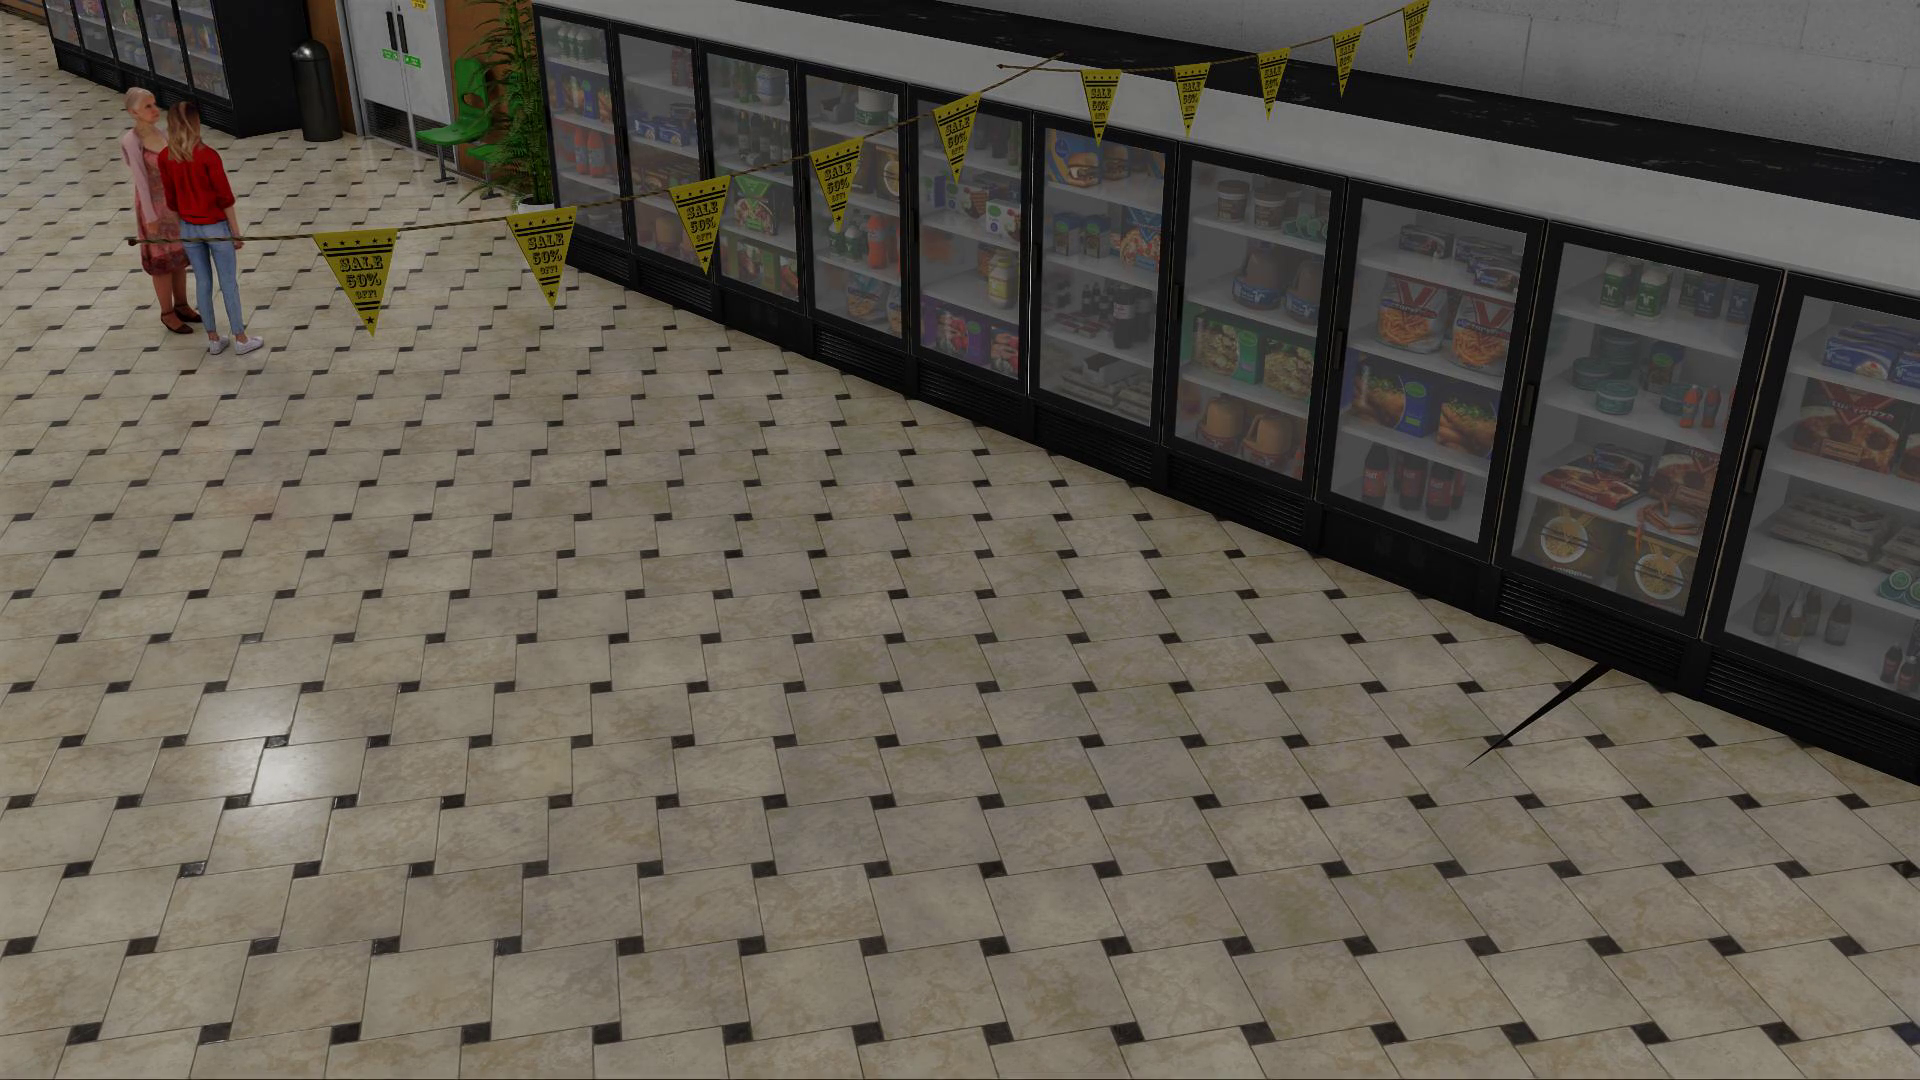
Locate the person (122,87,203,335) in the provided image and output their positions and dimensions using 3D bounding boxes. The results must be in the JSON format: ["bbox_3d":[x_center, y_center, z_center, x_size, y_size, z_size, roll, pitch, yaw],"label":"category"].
[{"bbox_3d":[-5.575,-2.298,11.599,0.757,1.690,0.681,4,27,7],"label":"person"}]

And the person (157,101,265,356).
[{"bbox_3d":[-5.054,-2.076,11.144,0.683,1.704,0.713,3,27,6],"label":"person"}]
